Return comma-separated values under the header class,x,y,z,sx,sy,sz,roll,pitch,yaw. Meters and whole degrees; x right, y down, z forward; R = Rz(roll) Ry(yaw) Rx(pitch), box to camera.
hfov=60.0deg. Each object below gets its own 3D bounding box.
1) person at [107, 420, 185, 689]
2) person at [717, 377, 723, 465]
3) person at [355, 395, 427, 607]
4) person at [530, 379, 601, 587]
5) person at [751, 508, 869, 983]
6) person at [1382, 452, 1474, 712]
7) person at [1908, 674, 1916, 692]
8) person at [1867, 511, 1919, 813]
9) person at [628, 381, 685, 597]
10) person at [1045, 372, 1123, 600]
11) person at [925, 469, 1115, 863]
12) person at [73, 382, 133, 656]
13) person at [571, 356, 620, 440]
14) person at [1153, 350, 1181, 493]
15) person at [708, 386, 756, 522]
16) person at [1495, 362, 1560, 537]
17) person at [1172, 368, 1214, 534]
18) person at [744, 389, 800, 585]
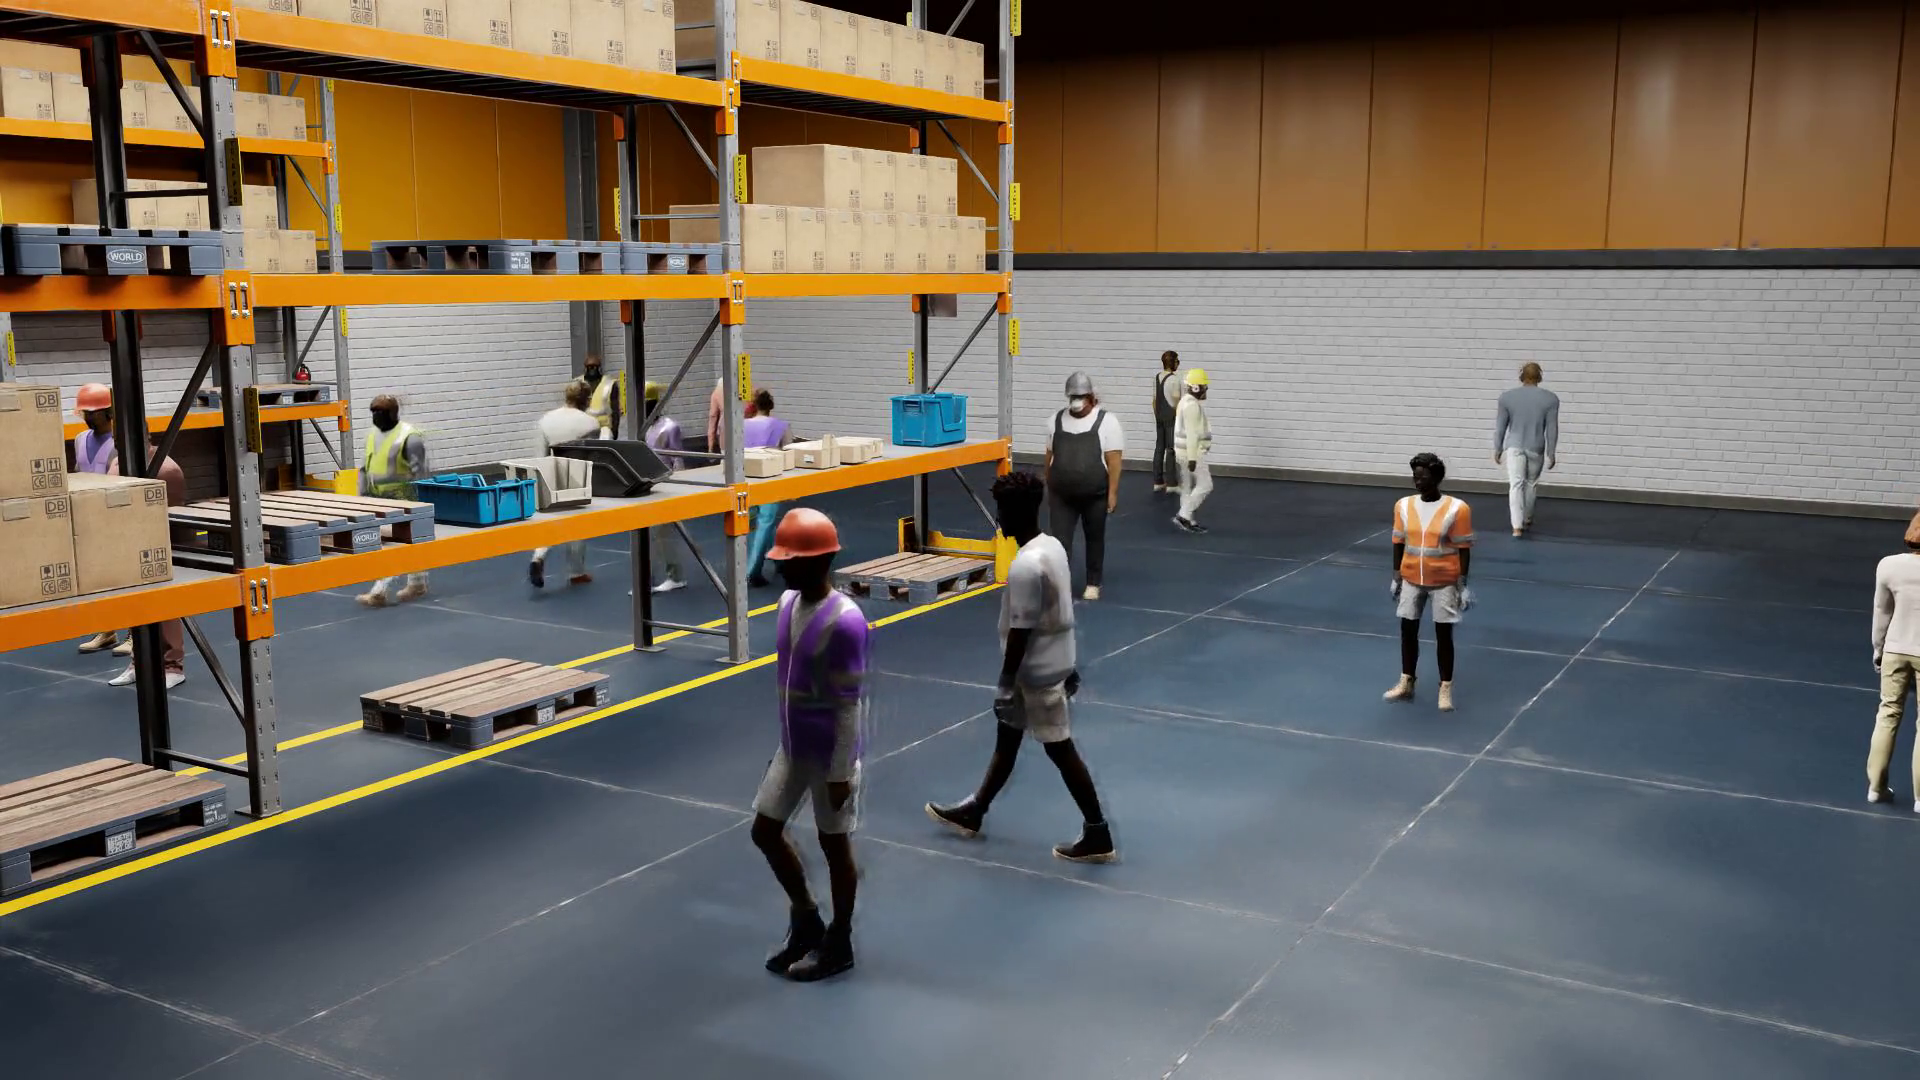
class,x,y,z,sx,sy,sz,roll,pitch,yaw
person,-5.591,0.080,11.365,0.639,1.902,0.407,4,10,24
person,-2.832,-1.392,20.670,0.335,1.864,0.521,-7,11,-36
person,-4.945,-0.339,14.278,0.660,1.795,0.916,6,11,35
person,-3.514,-0.480,14.861,0.636,1.907,0.748,4,10,22
person,-0.620,0.830,6.592,0.496,1.924,0.569,-8,12,-40
person,3.062,0.269,10.863,0.593,1.682,0.316,7,12,38
person,6.633,0.230,10.975,0.462,1.735,0.670,-8,12,-42
person,5.076,0.627,8.809,0.281,1.625,0.494,-6,11,-34
person,-2.759,-0.444,14.641,0.584,1.890,0.813,9,13,43
person,1.007,-0.444,14.192,0.702,2.000,0.976,3,10,18
person,0.311,0.610,8.065,1.014,1.906,0.618,2,9,13
person,-6.344,-0.152,12.368,0.608,2.042,0.375,3,10,18
person,-4.604,-1.378,20.779,0.628,1.803,0.886,0,9,0
person,2.713,-1.536,21.621,0.345,1.846,0.507,-6,11,-34
person,-2.462,-1.083,18.458,0.620,1.964,0.975,2,9,11
person,6.141,-0.985,18.065,0.644,1.891,1.005,3,10,17
person,2.536,-0.948,18.019,0.427,1.817,0.621,0,9,-1
person,-1.813,-0.507,15.388,0.584,1.788,1.000,4,10,21
